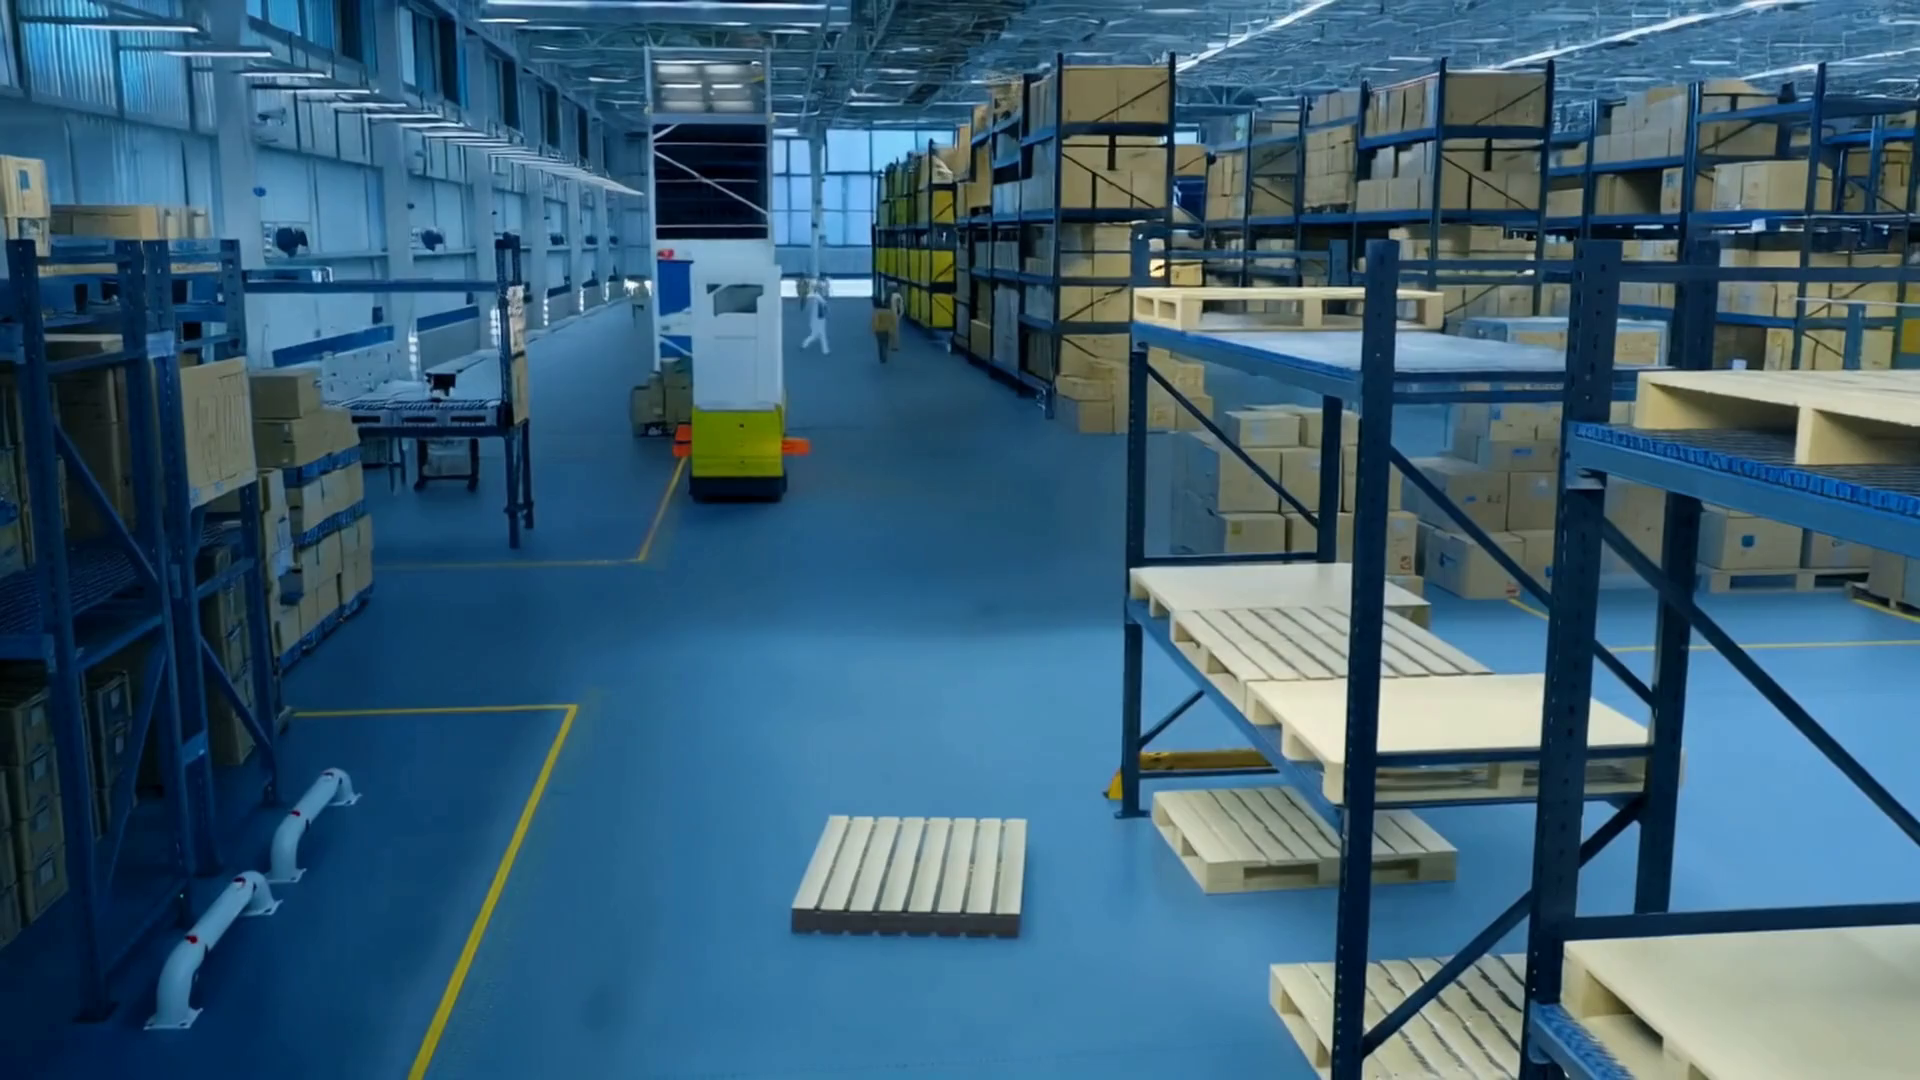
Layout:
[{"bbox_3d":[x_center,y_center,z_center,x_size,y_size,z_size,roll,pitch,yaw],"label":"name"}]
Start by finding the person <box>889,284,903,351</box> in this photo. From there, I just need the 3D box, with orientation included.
[{"bbox_3d":[-1.758,-6.129,45.763,0.390,1.846,0.564,-1,10,-5],"label":"person"}]

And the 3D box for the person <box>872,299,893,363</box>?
[{"bbox_3d":[-1.910,-5.118,40.825,0.525,1.601,0.626,1,10,8],"label":"person"}]

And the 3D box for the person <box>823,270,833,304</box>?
[{"bbox_3d":[-6.421,-11.991,78.914,0.852,1.601,0.535,0,10,2],"label":"person"}]

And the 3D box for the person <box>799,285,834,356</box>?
[{"bbox_3d":[-3.809,-5.785,43.811,0.945,1.875,0.602,3,11,14],"label":"person"}]

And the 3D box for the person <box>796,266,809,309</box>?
[{"bbox_3d":[-6.941,-11.147,73.464,0.558,1.890,0.977,-2,11,-13],"label":"person"}]

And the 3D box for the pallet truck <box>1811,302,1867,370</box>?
[{"bbox_3d":[15.846,-3.142,28.793,1.885,1.965,0.823,2,10,12],"label":"pallet truck"}]

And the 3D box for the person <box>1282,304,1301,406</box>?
[{"bbox_3d":[5.999,-3.294,29.928,0.657,1.893,0.415,-5,12,-28],"label":"person"}]

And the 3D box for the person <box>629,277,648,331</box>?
[{"bbox_3d":[-10.832,-7.933,55.932,0.696,1.786,0.860,0,10,-2],"label":"person"}]

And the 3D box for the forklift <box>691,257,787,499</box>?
[{"bbox_3d":[-2.666,-1.980,19.904,1.129,2.768,1.873,-1,10,-6],"label":"forklift"}]

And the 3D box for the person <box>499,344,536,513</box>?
[{"bbox_3d":[-4.945,-1.268,18.582,0.372,1.935,0.629,-1,10,-5],"label":"person"}]
